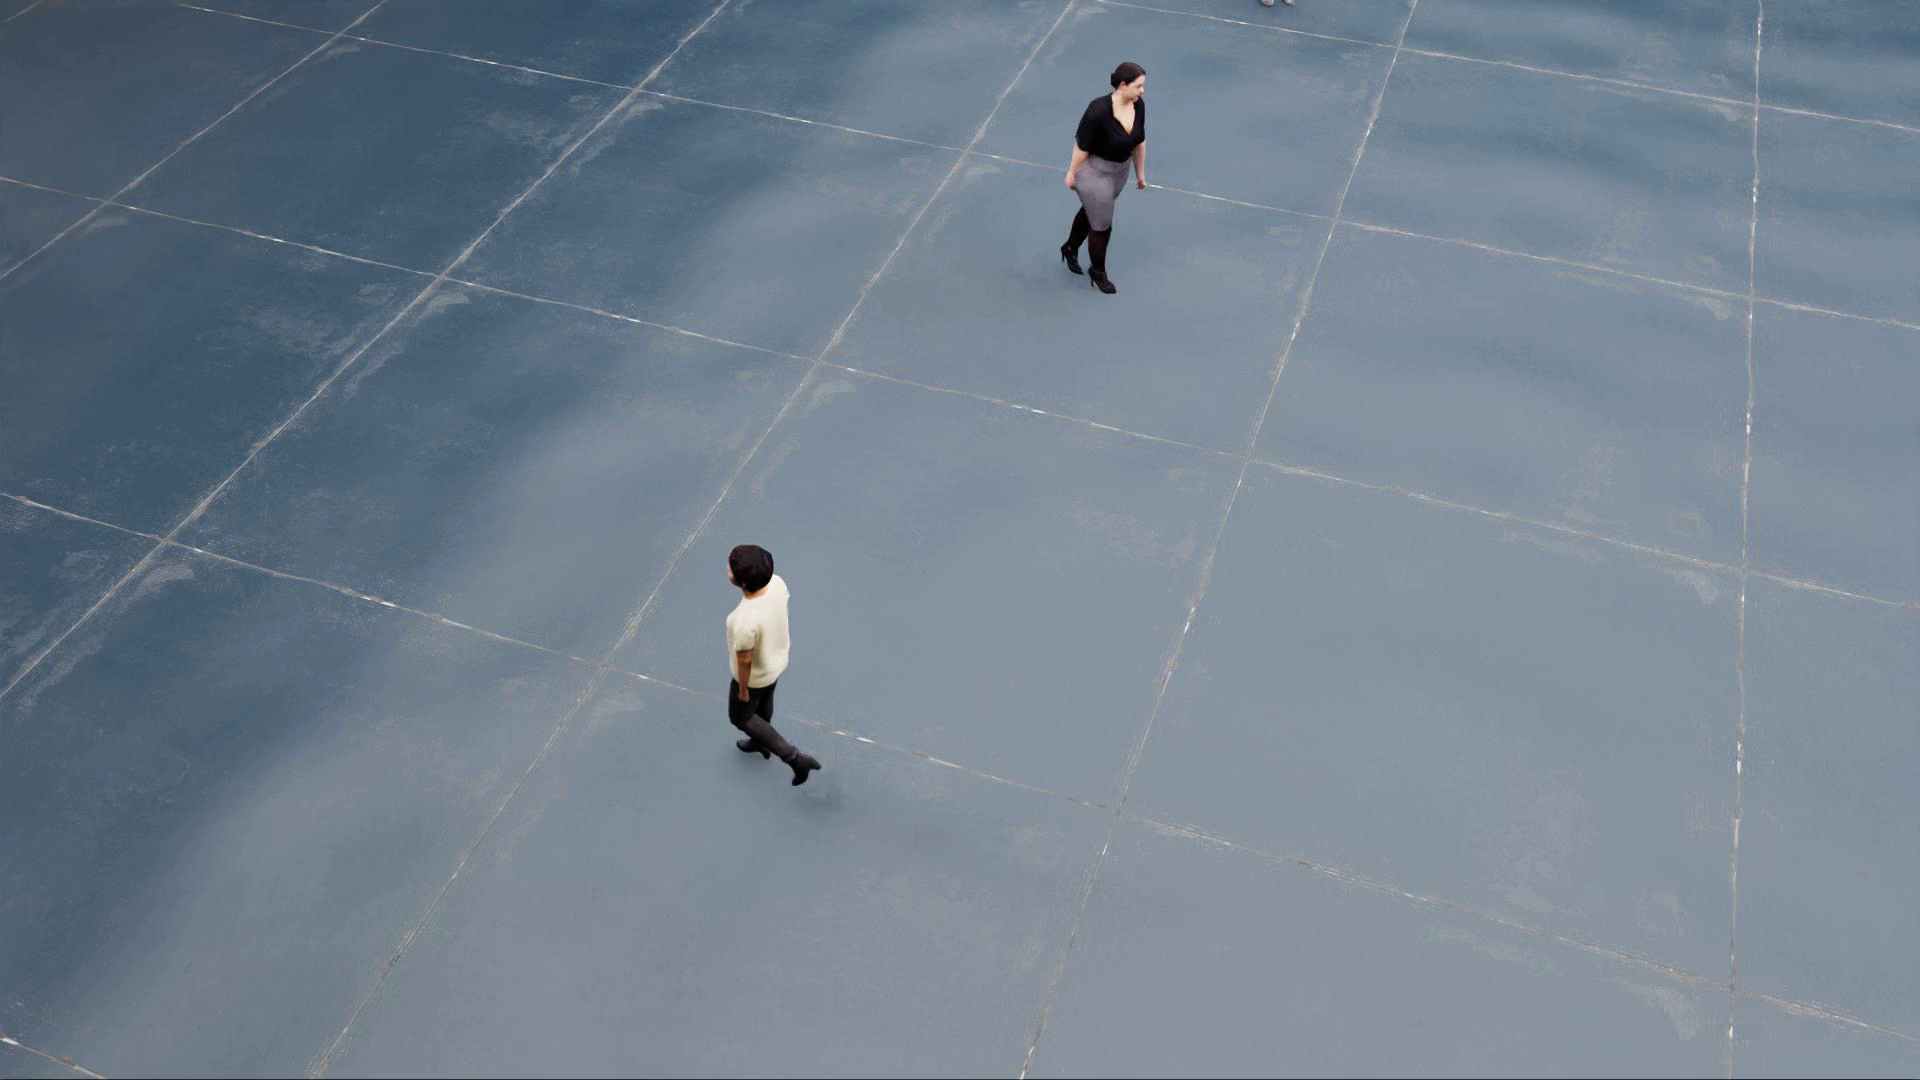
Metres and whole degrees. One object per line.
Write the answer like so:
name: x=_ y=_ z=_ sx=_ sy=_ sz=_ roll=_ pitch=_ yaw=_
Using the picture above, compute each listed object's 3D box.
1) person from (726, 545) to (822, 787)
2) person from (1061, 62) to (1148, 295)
person: x=-0.952 y=0.641 z=8.230 sx=0.820 sy=1.576 sz=0.639 roll=18 pitch=46 yaw=18
person: x=0.904 y=-2.538 z=11.541 sx=0.873 sy=1.705 sz=0.965 roll=-26 pitch=49 yaw=-25
